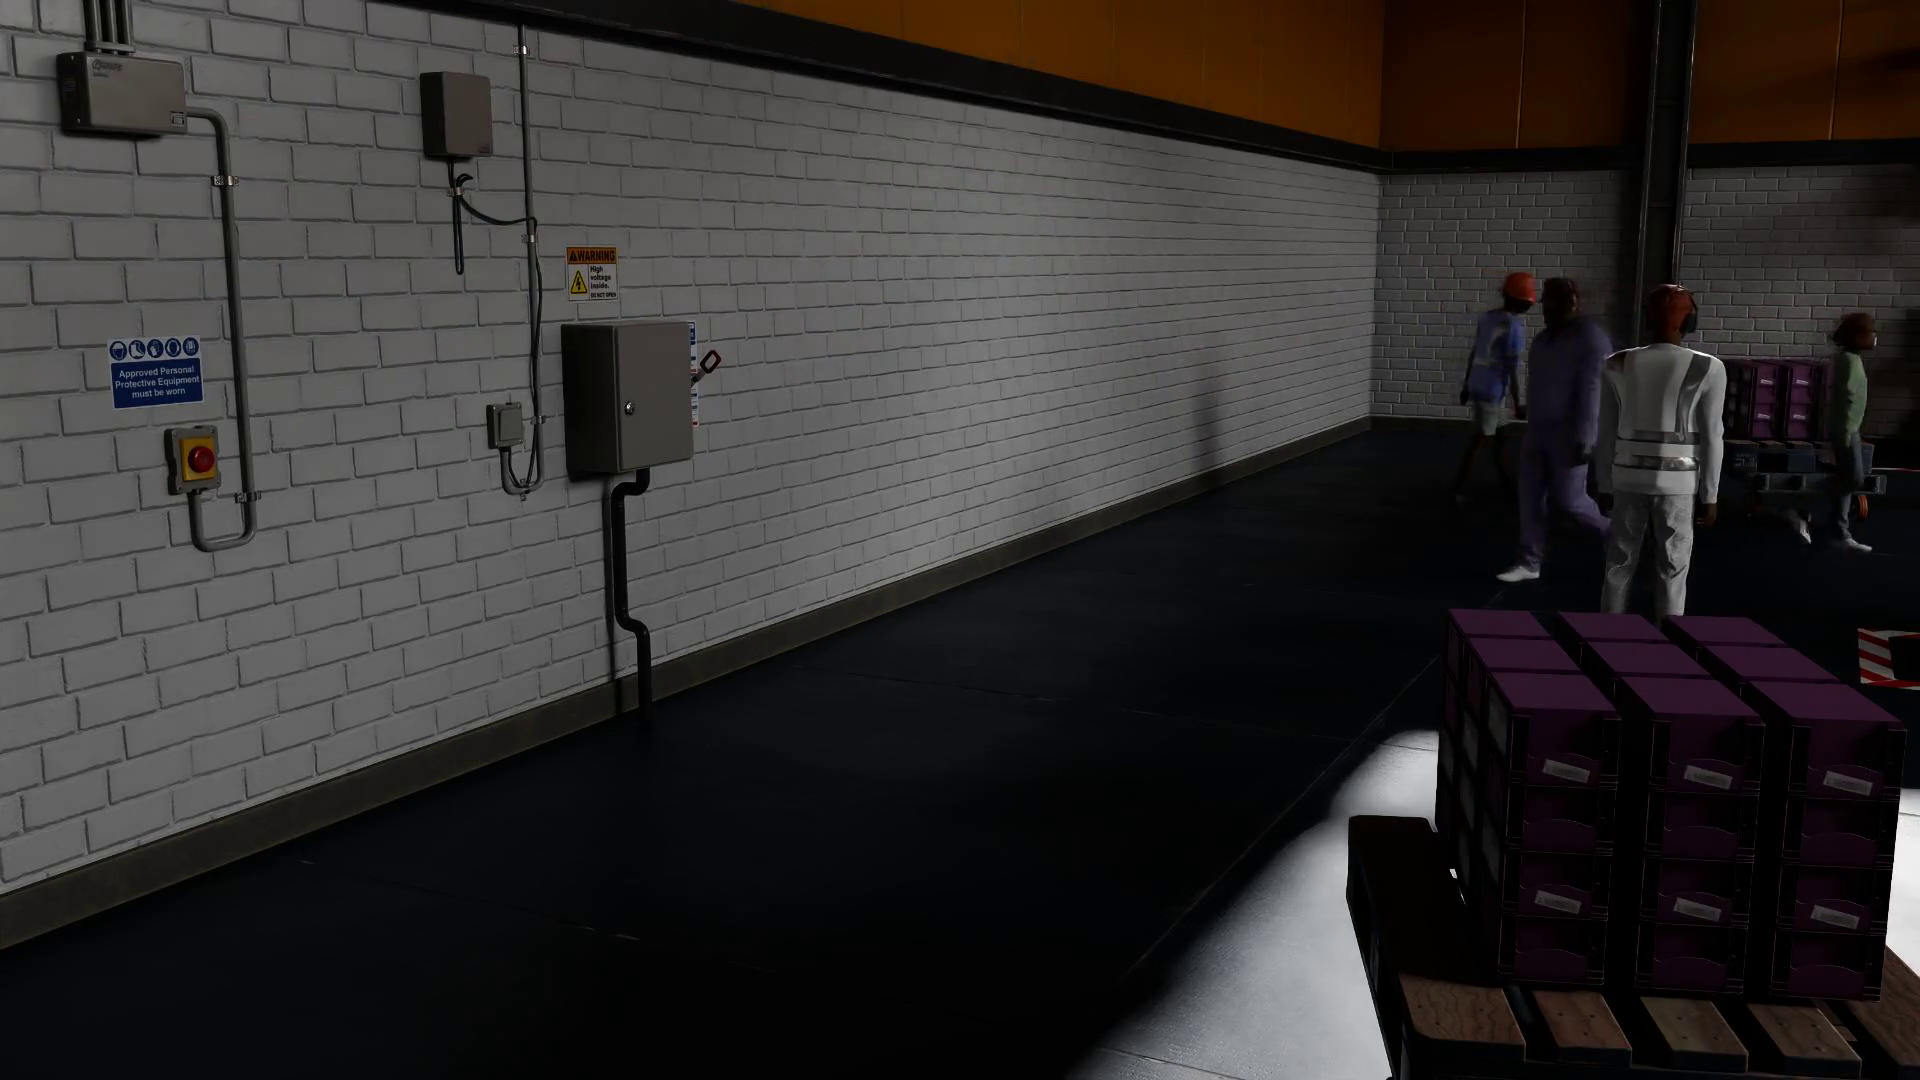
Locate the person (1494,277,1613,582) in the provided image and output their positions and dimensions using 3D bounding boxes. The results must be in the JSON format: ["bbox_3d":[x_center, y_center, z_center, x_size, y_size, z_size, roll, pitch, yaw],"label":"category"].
[{"bbox_3d":[3.715,-0.662,10.167,0.735,1.881,0.652,-4,11,-21],"label":"person"}]

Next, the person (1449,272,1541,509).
[{"bbox_3d":[4.261,-1.157,13.067,0.800,1.870,0.625,0,10,0],"label":"person"}]

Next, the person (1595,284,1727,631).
[{"bbox_3d":[3.248,-0.244,7.770,0.576,1.878,0.351,9,13,41],"label":"person"}]

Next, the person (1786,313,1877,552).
[{"bbox_3d":[5.947,-0.722,11.247,0.441,1.617,0.520,5,11,27],"label":"person"}]
